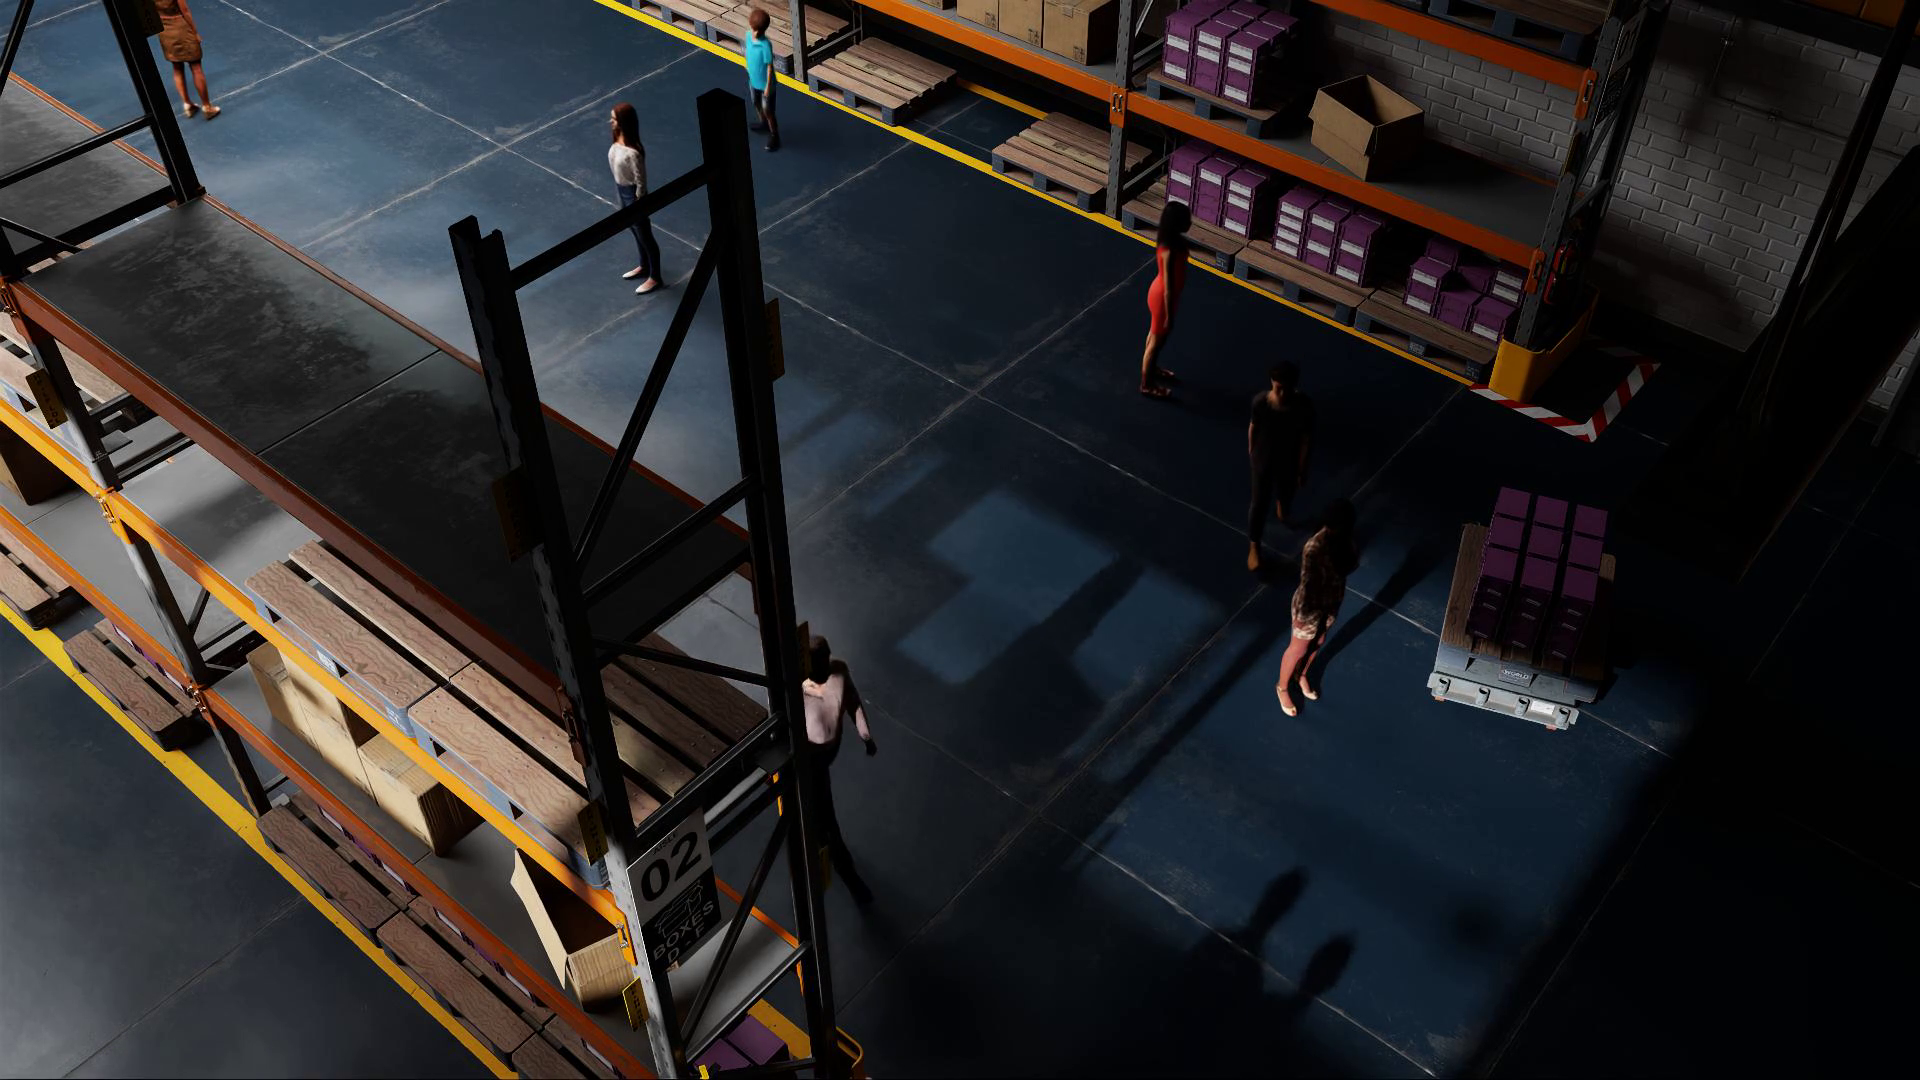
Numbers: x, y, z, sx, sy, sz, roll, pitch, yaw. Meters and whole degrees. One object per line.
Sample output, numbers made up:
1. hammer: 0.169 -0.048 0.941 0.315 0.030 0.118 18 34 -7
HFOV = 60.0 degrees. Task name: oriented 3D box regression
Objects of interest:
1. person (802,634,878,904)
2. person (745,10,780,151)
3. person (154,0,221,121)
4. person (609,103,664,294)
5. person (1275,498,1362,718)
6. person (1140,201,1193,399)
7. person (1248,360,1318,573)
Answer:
1. person: -0.899 1.154 9.724 0.775 1.833 1.182 -34 53 -30
2. person: -1.879 -4.437 15.890 0.777 1.425 0.536 -21 48 -21
3. person: -7.627 -4.925 16.214 0.591 1.683 0.698 8 44 8
4. person: -2.752 -2.910 14.067 0.694 1.728 0.553 -23 48 -22
5. person: 2.260 0.413 10.532 0.626 1.793 0.600 -29 51 -27
6. person: 1.593 -1.884 12.999 0.664 1.716 0.648 6 44 6
7. person: 2.244 -0.621 11.694 1.074 1.687 0.983 7 44 7
